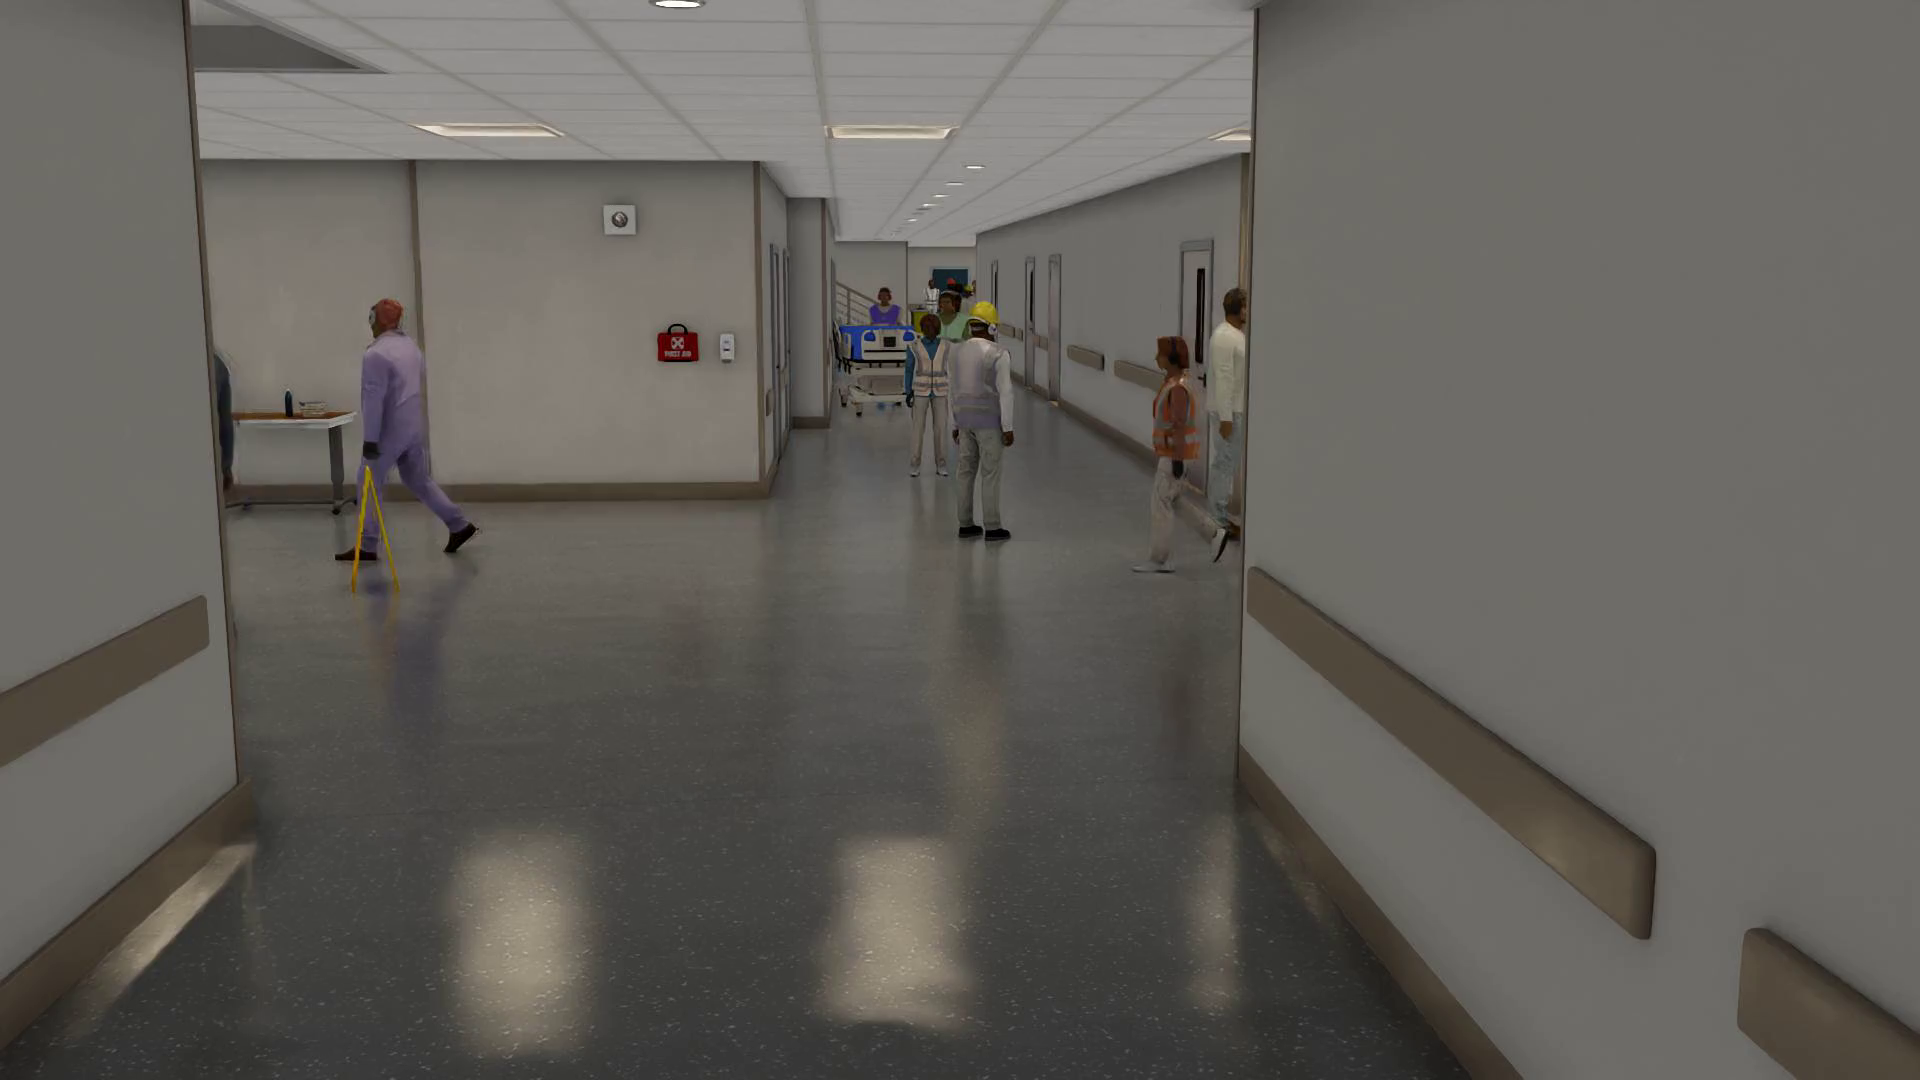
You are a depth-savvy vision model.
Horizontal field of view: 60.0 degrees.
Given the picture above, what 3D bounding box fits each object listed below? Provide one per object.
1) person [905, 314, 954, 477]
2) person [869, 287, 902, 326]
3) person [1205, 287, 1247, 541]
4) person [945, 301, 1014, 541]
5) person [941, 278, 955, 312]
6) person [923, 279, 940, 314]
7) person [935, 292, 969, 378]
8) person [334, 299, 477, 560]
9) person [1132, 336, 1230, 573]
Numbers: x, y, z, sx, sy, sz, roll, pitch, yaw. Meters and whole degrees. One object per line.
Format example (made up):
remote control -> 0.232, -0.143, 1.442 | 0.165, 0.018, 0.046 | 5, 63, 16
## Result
person -> -0.297, -1.452, 16.741 | 0.518, 1.636, 0.312 | -1, 9, -8
person -> -1.267, -3.369, 28.178 | 0.586, 1.827, 0.734 | 1, 9, 9
person -> 2.076, -0.969, 12.780 | 0.367, 1.937, 0.640 | 3, 10, 18
person -> 0.169, -0.903, 12.717 | 0.591, 1.824, 0.403 | 7, 11, 38
person -> -0.259, -6.251, 45.921 | 0.551, 1.936, 0.357 | -1, 9, -9
person -> -0.943, -7.692, 55.143 | 0.585, 1.882, 0.340 | -2, 9, -13
person -> -0.147, -2.446, 22.458 | 0.580, 1.805, 0.920 | 1, 9, 7
person -> -3.985, -0.780, 11.846 | 0.878, 1.866, 0.681 | 1, 9, 5
person -> 1.505, -0.576, 11.278 | 0.588, 1.620, 0.523 | 1, 9, 6
